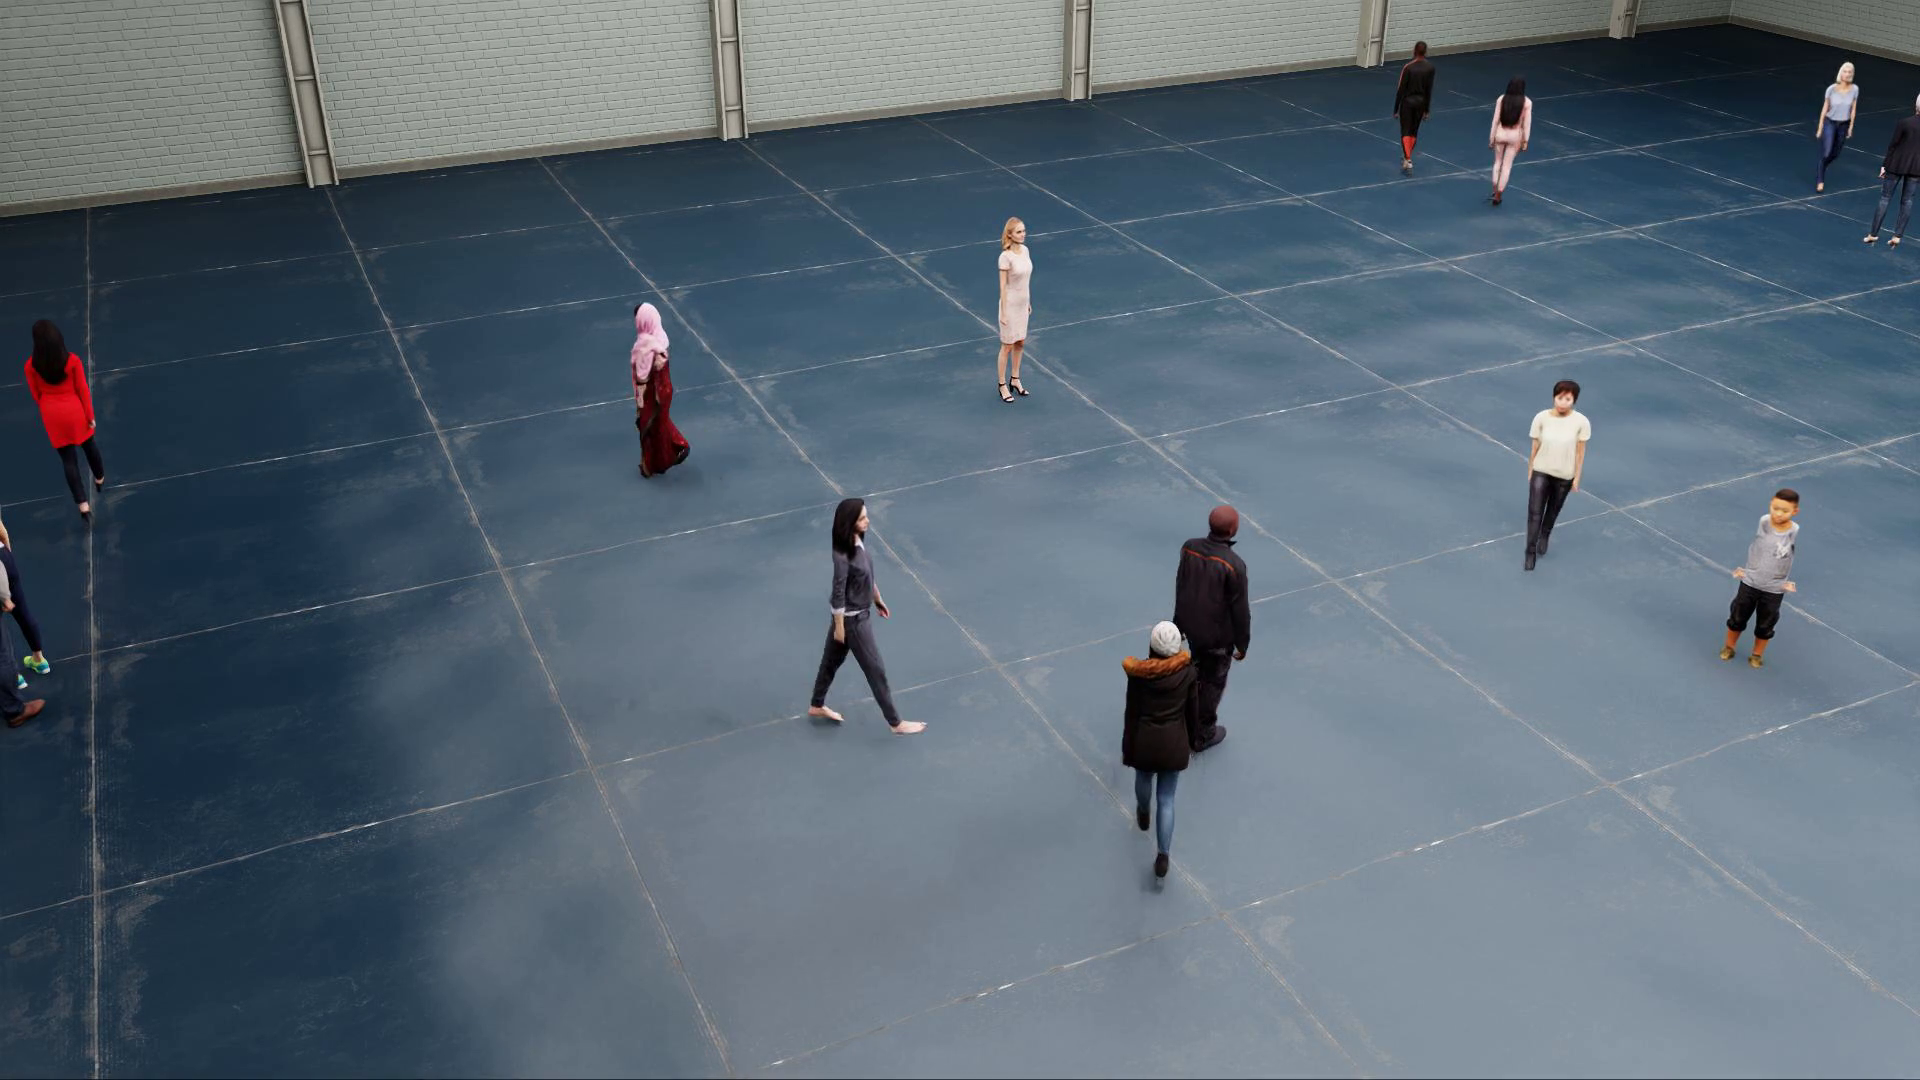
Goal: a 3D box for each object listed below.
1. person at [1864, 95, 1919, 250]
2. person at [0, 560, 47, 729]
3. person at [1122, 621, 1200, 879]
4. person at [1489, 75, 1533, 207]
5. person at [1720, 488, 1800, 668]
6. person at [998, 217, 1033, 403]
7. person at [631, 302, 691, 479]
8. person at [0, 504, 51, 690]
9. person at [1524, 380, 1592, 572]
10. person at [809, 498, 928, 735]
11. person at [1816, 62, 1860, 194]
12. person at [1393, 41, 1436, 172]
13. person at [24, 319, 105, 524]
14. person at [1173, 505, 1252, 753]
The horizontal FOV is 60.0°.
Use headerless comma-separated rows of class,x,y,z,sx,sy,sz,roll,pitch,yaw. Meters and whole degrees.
person,10.548,-4.160,18.616,0.818,1.781,0.789,9,29,17
person,-6.645,0.401,11.132,0.752,1.901,0.910,1,28,1
person,1.186,1.253,9.850,1.084,1.602,0.998,1,28,3
person,7.207,-5.248,21.943,0.794,1.710,0.845,16,32,27
person,5.781,0.233,11.923,0.650,1.455,0.656,17,33,29
person,0.521,-2.253,16.191,0.702,1.830,0.562,23,36,37
person,-2.629,-1.315,14.636,0.910,1.637,0.854,6,29,11
person,-6.774,0.247,11.634,0.741,1.702,0.669,12,30,21
person,4.747,-0.550,13.286,0.988,1.555,1.045,9,29,17
person,-0.820,0.507,11.111,1.155,1.734,0.969,3,28,6
person,11.945,-5.658,22.722,1.035,1.703,1.031,6,29,12
person,6.393,-6.086,23.435,1.059,1.787,0.956,-2,28,-3
person,-7.466,-0.947,13.883,1.010,1.696,0.676,-12,30,-22
person,1.572,0.614,10.834,0.840,1.806,0.862,23,36,36
